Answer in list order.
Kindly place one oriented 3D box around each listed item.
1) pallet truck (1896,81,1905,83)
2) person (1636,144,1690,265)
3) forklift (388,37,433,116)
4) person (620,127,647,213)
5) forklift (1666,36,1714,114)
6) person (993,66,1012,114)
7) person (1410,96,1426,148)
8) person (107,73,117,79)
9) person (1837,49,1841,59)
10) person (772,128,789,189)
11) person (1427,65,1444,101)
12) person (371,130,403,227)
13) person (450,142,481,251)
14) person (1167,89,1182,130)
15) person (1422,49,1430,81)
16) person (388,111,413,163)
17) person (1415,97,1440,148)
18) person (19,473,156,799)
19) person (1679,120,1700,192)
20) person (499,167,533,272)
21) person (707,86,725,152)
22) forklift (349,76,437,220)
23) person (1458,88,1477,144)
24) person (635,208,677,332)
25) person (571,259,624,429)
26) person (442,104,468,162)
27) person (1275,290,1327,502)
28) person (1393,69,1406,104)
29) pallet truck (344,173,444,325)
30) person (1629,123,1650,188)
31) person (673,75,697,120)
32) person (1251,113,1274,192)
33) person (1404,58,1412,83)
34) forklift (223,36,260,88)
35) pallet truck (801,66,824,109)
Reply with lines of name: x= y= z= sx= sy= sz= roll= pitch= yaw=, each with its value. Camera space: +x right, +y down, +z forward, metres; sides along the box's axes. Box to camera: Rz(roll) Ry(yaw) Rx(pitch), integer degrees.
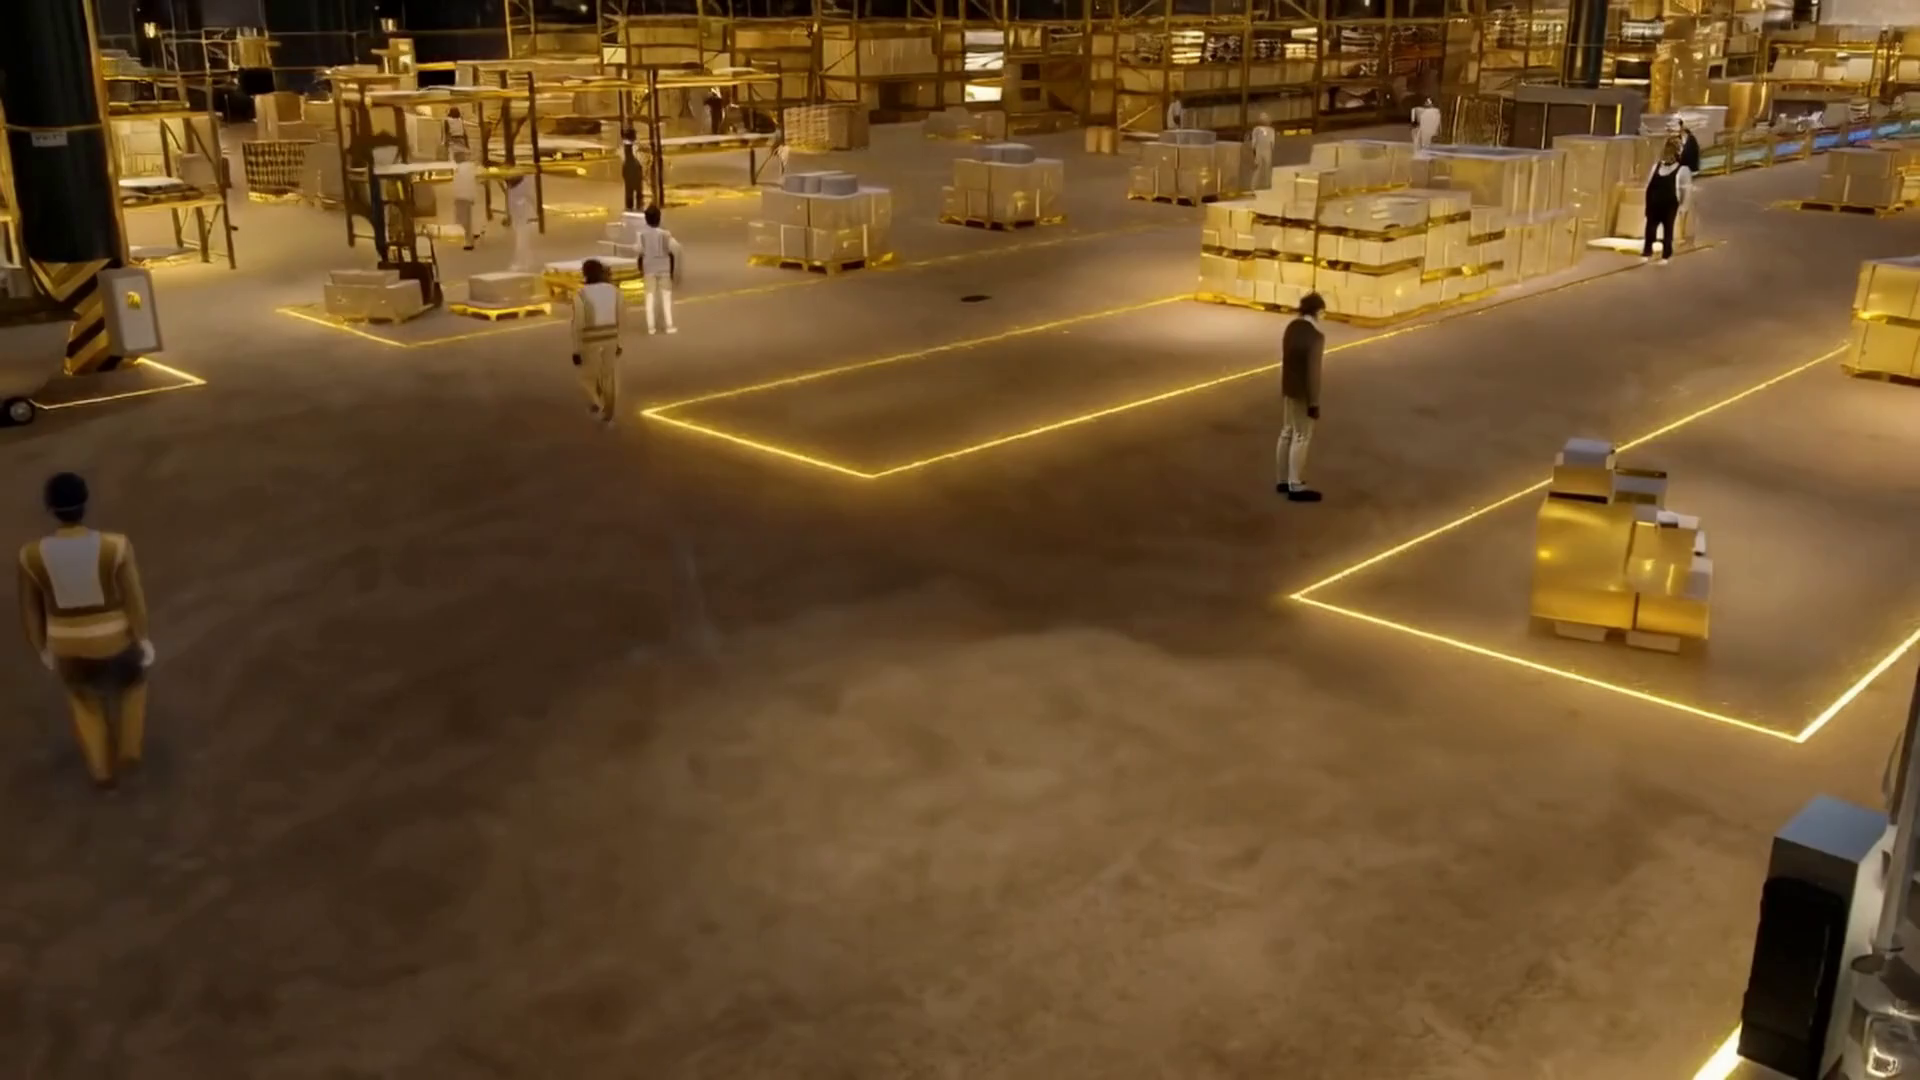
pallet truck: x=34.802 y=-16.331 z=61.455 sx=0.653 sy=1.274 sz=1.630 roll=17 pitch=25 yaw=41
person: x=11.951 y=-5.709 z=28.294 sx=0.536 sy=2.000 sz=0.680 roll=-16 pitch=24 yaw=-39
forklift: x=-20.224 y=-16.850 z=60.550 sx=1.129 sy=2.768 sz=1.873 roll=9 pitch=20 yaw=26
person: x=-6.665 y=-7.517 z=34.047 sx=0.508 sy=1.846 sz=0.345 roll=1 pitch=18 yaw=3
forklift: x=27.341 y=-17.291 z=61.877 sx=1.129 sy=2.768 sz=1.873 roll=17 pitch=25 yaw=41
person: x=1.478 y=-16.048 z=59.736 sx=1.031 sy=1.858 sz=0.596 roll=-13 pitch=23 yaw=-35
person: x=12.796 y=-11.542 z=46.441 sx=0.536 sy=1.673 sz=0.711 roll=12 pitch=22 yaw=33
person: x=-27.445 y=-14.163 z=53.961 sx=0.558 sy=1.915 sz=0.557 roll=10 pitch=21 yaw=28
person: x=41.207 y=-22.277 z=78.306 sx=0.400 sy=1.986 sz=0.608 roll=13 pitch=22 yaw=34
person: x=-3.617 y=-7.388 z=33.634 sx=0.332 sy=1.865 sz=0.520 roll=-2 pitch=18 yaw=-6
person: x=17.283 y=-16.254 z=60.313 sx=0.646 sy=1.889 sz=0.586 roll=-13 pitch=23 yaw=-35
person: x=-11.225 y=-7.064 z=32.600 sx=0.605 sy=1.898 sz=0.651 roll=5 pitch=19 yaw=15
person: x=-8.905 y=-6.167 z=29.861 sx=0.605 sy=1.916 sz=0.420 roll=16 pitch=24 yaw=40
person: x=5.776 y=-11.104 z=44.666 sx=0.368 sy=1.966 sz=0.603 roll=-7 pitch=19 yaw=-19
person: x=21.366 y=-21.425 z=75.860 sx=0.664 sy=1.899 sz=0.734 roll=13 pitch=22 yaw=34
person: x=-13.821 y=-9.928 z=41.206 sx=0.627 sy=1.918 sz=0.539 roll=-13 pitch=22 yaw=-33
person: x=12.250 y=-10.733 z=43.773 sx=0.620 sy=1.815 sz=0.610 roll=-4 pitch=19 yaw=-13
person: x=-5.002 y=0.551 z=9.600 sx=0.645 sy=1.930 sz=0.500 roll=-5 pitch=19 yaw=-16
person: x=14.779 y=-7.519 z=33.819 sx=0.377 sy=1.995 sz=0.608 roll=6 pitch=19 yaw=17
person: x=-7.422 y=-5.314 z=27.629 sx=0.489 sy=1.710 sz=0.813 roll=12 pitch=22 yaw=31
person: x=-7.011 y=-12.106 z=47.859 sx=0.557 sy=1.852 sz=0.409 roll=-9 pitch=20 yaw=-26
forklift: x=-11.689 y=-7.984 z=33.836 sx=1.873 sy=2.768 sz=1.129 roll=17 pitch=25 yaw=41
person: x=15.242 y=-12.755 z=50.068 sx=0.552 sy=1.692 sz=0.381 roll=5 pitch=19 yaw=15
person: x=-4.149 y=-3.682 z=22.722 sx=0.533 sy=1.698 sz=0.322 roll=1 pitch=18 yaw=3
person: x=-3.845 y=-2.062 z=17.640 sx=0.655 sy=1.827 sz=0.457 roll=-17 pitch=25 yaw=-42
person: x=-12.150 y=-9.551 z=40.151 sx=0.595 sy=1.863 sz=0.595 roll=-14 pitch=23 yaw=-36
person: x=3.140 y=-1.327 z=15.249 sx=0.362 sy=1.938 sz=0.631 roll=-4 pitch=19 yaw=-11
person: x=16.659 y=-17.074 z=63.228 sx=0.543 sy=1.606 sz=0.474 roll=-2 pitch=18 yaw=-6
pallet truck: x=-8.209 y=-4.181 z=23.757 sx=0.823 sy=1.965 sz=1.885 roll=3 pitch=19 yaw=9
person: x=14.701 y=-8.136 z=36.035 sx=0.313 sy=1.767 sz=0.534 roll=13 pitch=22 yaw=34
person: x=-9.833 y=-15.811 z=59.425 sx=0.870 sy=1.592 sz=0.525 roll=-2 pitch=19 yaw=-7
person: x=6.754 y=-8.547 z=37.096 sx=0.545 sy=1.881 sz=1.012 roll=-4 pitch=19 yaw=-11
person: x=21.155 y=-22.185 z=78.580 sx=0.508 sy=1.629 sz=0.316 roll=-17 pitch=25 yaw=-41
forklift: x=-26.428 y=-17.328 z=61.989 sx=1.129 sy=2.768 sz=1.873 roll=17 pitch=25 yaw=41
pallet truck: x=-4.812 y=-15.182 z=56.903 sx=0.823 sy=1.965 sz=1.885 roll=-9 pitch=21 yaw=-26
